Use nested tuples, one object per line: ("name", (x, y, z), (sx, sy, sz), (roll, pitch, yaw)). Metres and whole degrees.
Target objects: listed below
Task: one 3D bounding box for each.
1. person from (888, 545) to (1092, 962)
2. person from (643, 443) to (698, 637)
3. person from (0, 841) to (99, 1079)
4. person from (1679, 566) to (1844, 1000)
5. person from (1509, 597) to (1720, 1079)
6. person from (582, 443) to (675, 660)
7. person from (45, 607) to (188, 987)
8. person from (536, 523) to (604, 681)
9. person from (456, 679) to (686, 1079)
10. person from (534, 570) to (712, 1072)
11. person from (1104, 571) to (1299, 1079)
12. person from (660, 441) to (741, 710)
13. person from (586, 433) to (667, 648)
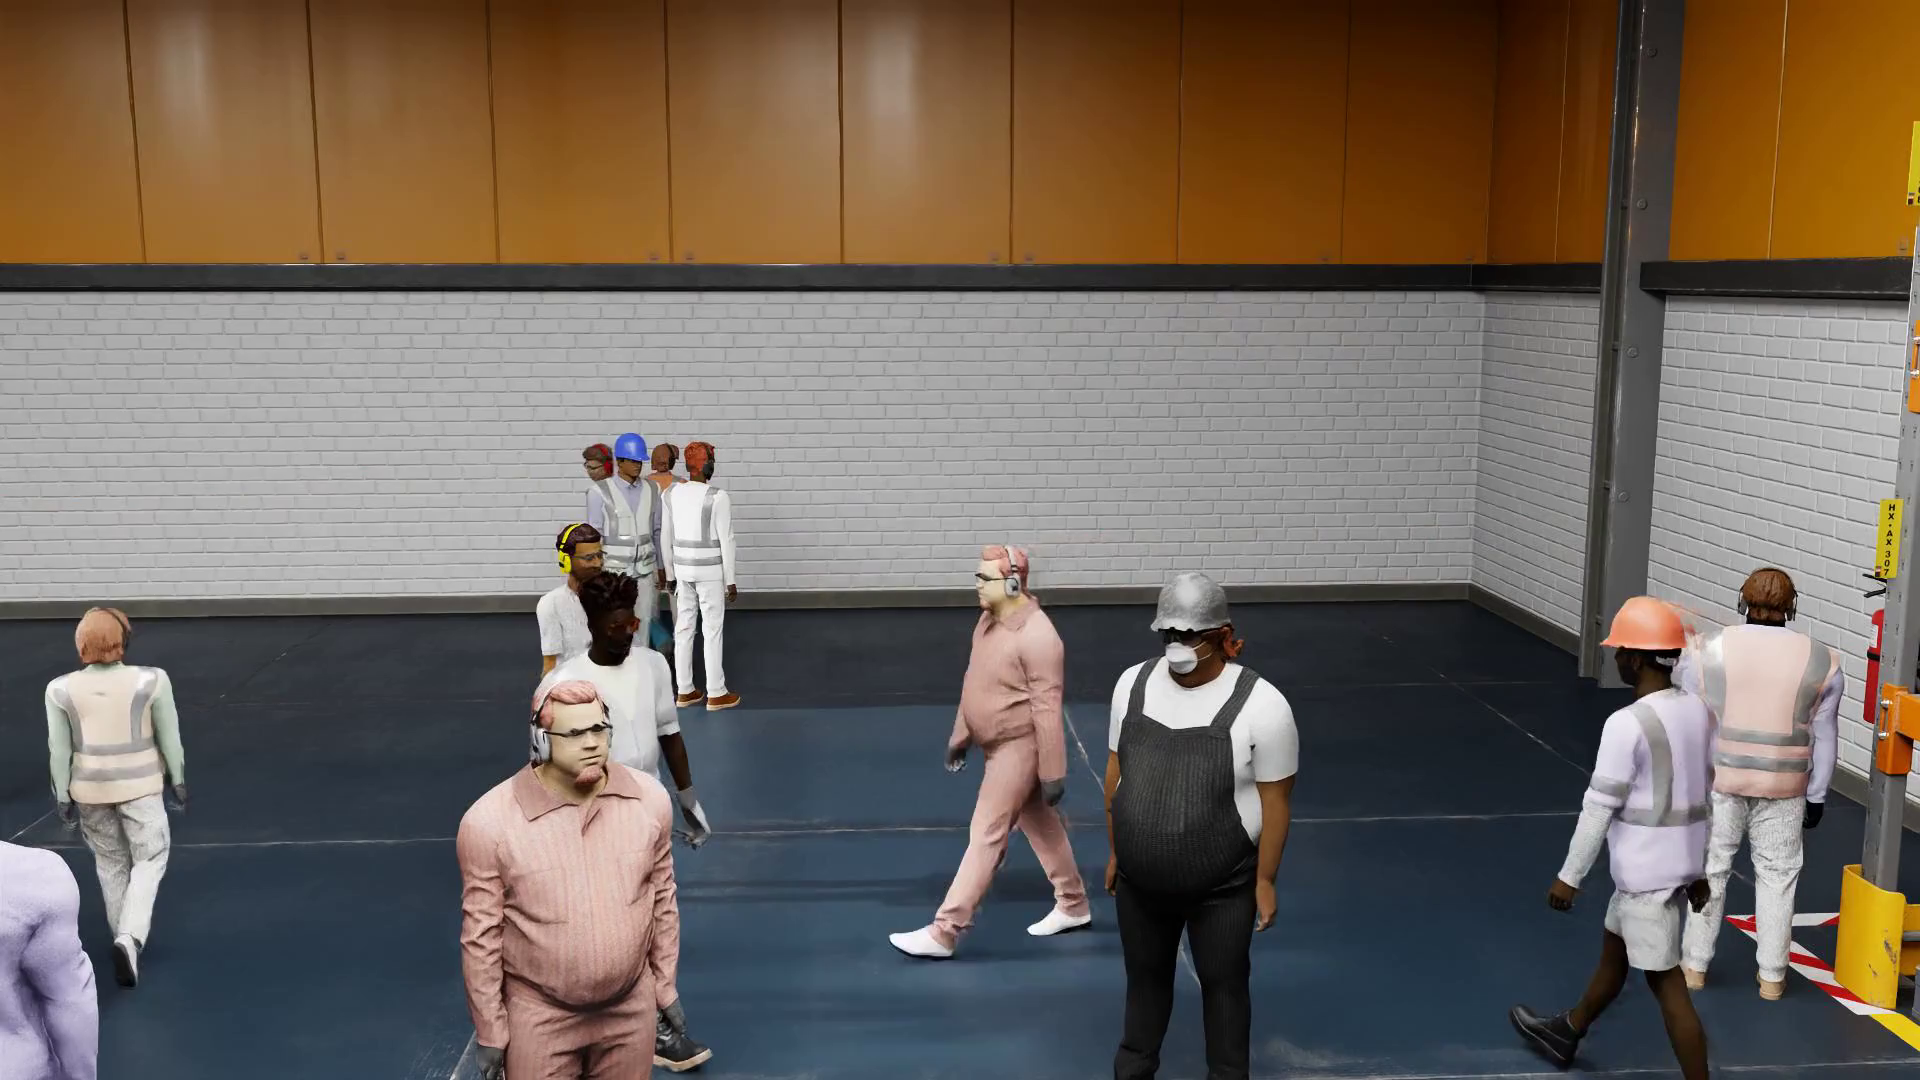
("person", (0.172, 0.937, 7.433), (1.021, 1.847, 0.657), (-3, 9, -17))
("person", (-2.452, 0.011, 13.903), (0.518, 1.640, 0.307), (4, 10, 23))
("person", (-2.501, 1.406, 4.207), (0.631, 1.940, 0.372), (-2, 9, -11))
("person", (3.325, 1.018, 6.991), (0.620, 1.836, 0.429), (4, 10, 22))
("person", (2.388, 1.142, 5.997), (0.566, 1.885, 0.968), (-7, 11, -38))
("person", (-2.573, 0.148, 12.582), (0.860, 1.799, 0.597), (-4, 10, -23))
("person", (-3.629, 1.096, 7.154), (0.521, 1.619, 0.686), (-2, 9, -11))
("person", (-1.789, 0.840, 7.975), (0.315, 1.870, 0.532), (4, 10, 26))
("person", (-1.083, 1.332, 4.758), (0.643, 1.913, 0.408), (-6, 11, -33))
("person", (-1.337, 1.049, 6.527), (1.002, 1.912, 0.623), (7, 11, 36))
("person", (0.779, 1.109, 5.751), (0.678, 2.000, 0.536), (6, 11, 31))
("person", (-1.813, 0.250, 11.635), (0.585, 1.882, 0.340), (4, 10, 26))
("person", (-2.354, 0.196, 11.831), (0.622, 1.937, 0.430), (-7, 12, -39))
